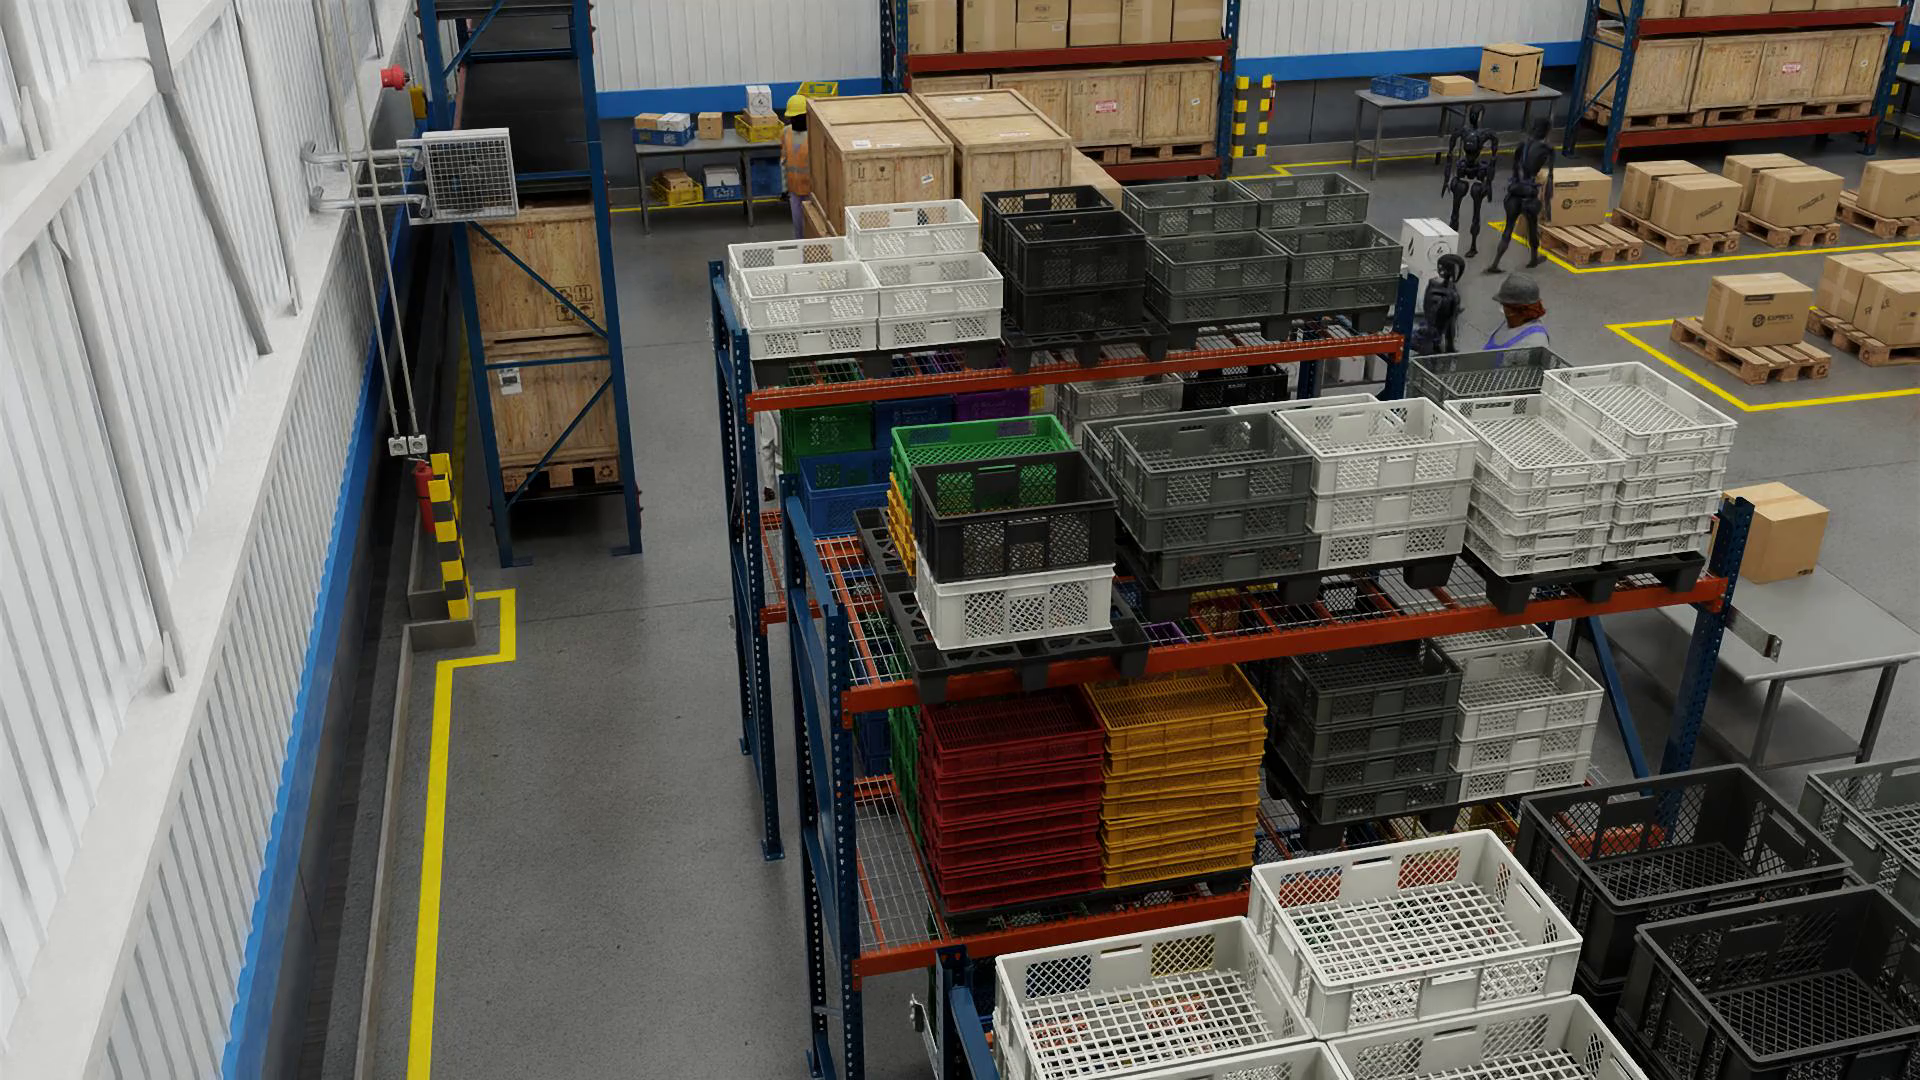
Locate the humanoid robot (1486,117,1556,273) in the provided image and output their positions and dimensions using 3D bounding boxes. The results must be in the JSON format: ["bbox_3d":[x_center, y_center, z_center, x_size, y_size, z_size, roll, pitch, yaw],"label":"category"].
[{"bbox_3d":[5.958,-3.580,17.413,0.801,1.619,0.648,-19,33,-32],"label":"humanoid robot"}]

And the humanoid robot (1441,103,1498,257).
[{"bbox_3d":[5.475,-3.868,17.873,0.563,1.650,0.357,16,32,28],"label":"humanoid robot"}]

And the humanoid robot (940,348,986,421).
[{"bbox_3d":[-0.006,-1.030,12.486,0.331,1.649,0.590,-18,33,-31],"label":"humanoid robot"}]

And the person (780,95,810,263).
[{"bbox_3d":[-1.607,-3.624,17.145,0.592,1.924,0.381,16,32,28],"label":"person"}]

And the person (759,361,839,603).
[{"bbox_3d":[-1.039,-0.411,11.096,0.573,1.882,0.357,-4,28,-7],"label":"person"}]

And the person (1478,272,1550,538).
[{"bbox_3d":[3.875,-0.941,11.933,0.536,2.000,0.682,2,28,4],"label":"person"}]

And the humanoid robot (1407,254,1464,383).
[{"bbox_3d":[3.758,-1.504,13.380,0.431,1.646,0.737,16,32,28],"label":"humanoid robot"}]

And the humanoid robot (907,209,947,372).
[{"bbox_3d":[-0.347,-2.059,14.428,0.609,1.657,0.313,-14,31,-24],"label":"humanoid robot"}]
